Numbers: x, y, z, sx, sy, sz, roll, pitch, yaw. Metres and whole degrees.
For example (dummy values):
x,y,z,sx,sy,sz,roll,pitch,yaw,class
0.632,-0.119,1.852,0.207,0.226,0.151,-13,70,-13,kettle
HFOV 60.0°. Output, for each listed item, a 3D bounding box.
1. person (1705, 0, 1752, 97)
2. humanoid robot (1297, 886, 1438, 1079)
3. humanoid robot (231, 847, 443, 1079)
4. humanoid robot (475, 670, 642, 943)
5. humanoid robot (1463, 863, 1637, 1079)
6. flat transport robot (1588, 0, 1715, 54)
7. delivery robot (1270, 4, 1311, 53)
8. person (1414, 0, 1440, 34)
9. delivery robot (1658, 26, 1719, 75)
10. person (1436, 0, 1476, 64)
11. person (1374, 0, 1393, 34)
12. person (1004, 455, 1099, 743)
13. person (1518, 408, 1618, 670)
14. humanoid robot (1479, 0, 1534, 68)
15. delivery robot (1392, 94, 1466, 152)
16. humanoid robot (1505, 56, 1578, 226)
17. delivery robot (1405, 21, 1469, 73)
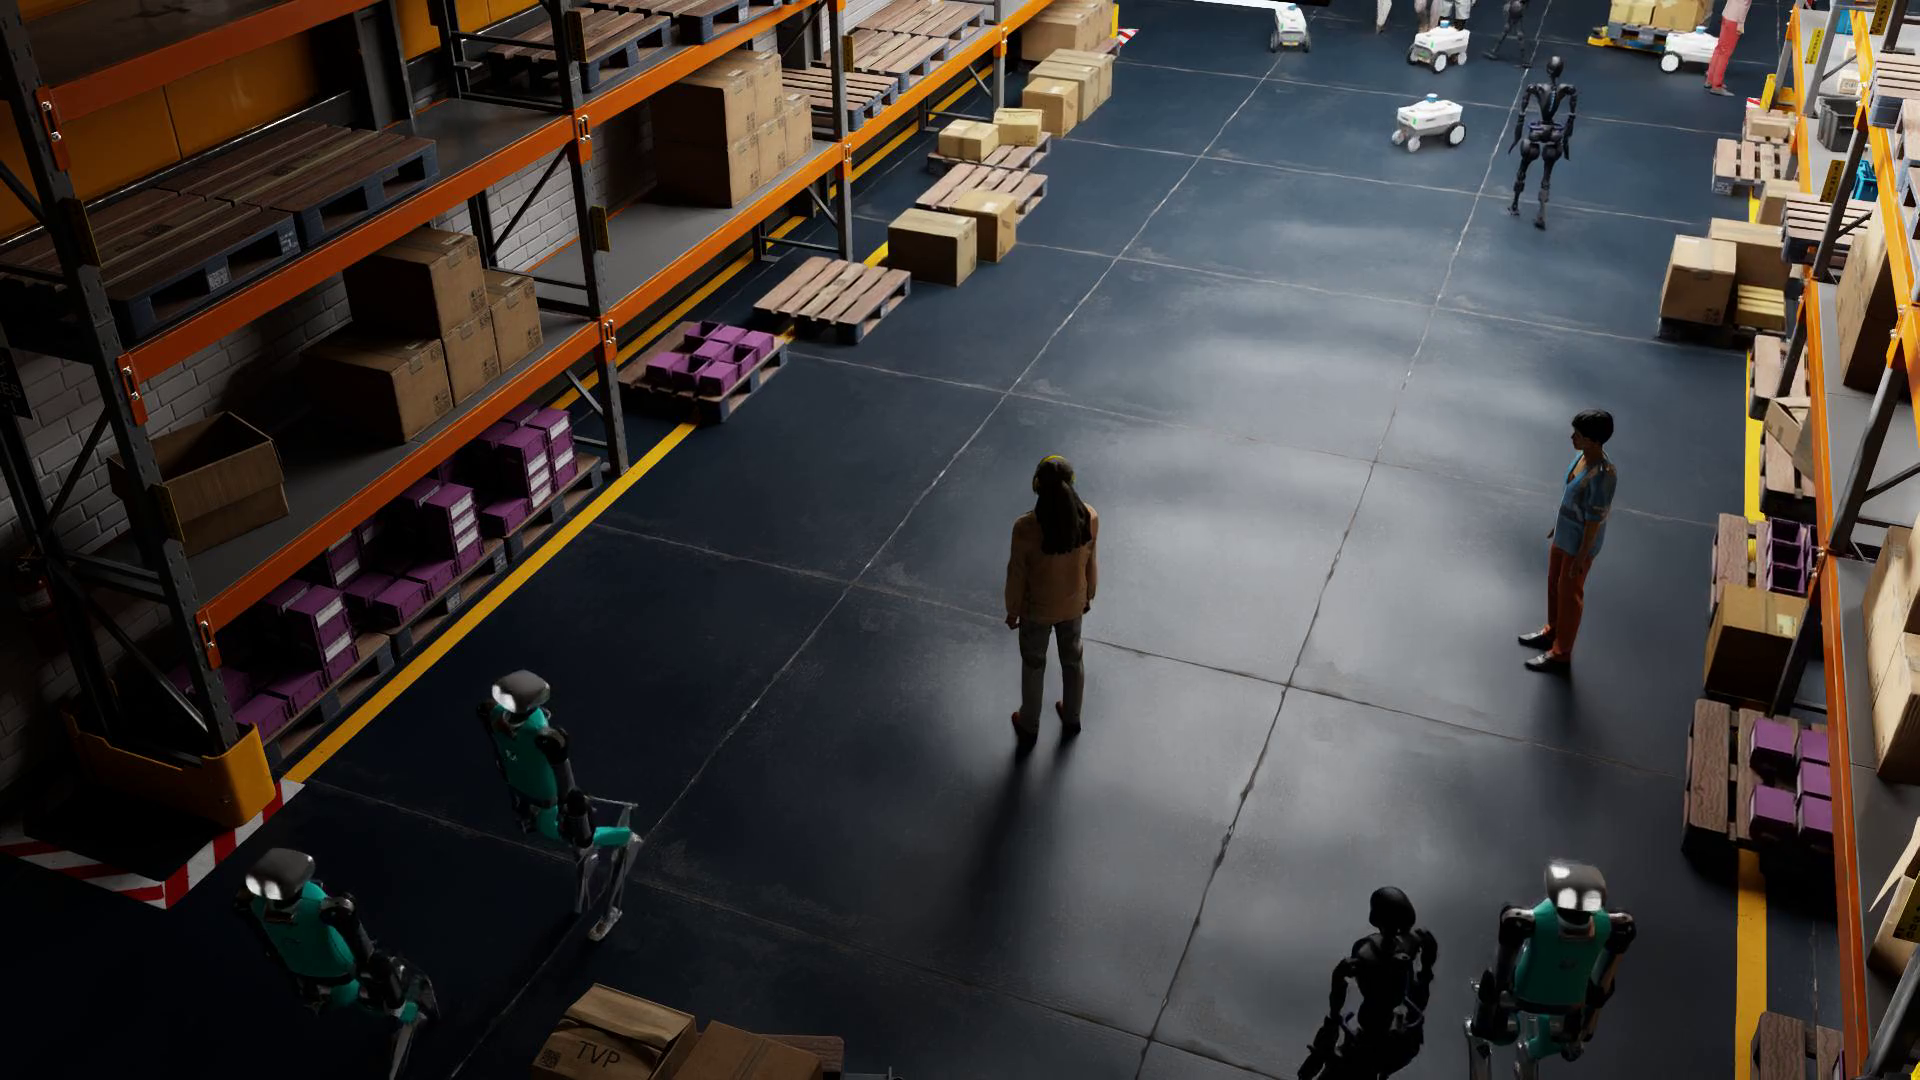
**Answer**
x,y,z,sx,sy,sz,roll,pitch,yaw,class
9.246,-6.208,19.820,0.306,1.768,0.523,4,33,6,person
1.735,2.104,7.030,0.614,1.648,0.316,-16,36,-23,humanoid robot
-2.629,1.824,7.445,0.566,1.753,1.004,6,33,9,humanoid robot
-1.895,1.335,8.274,0.530,1.880,0.750,20,38,28,humanoid robot
2.430,1.992,7.197,0.540,1.846,0.662,1,33,1,humanoid robot
9.009,-6.508,21.664,1.431,0.231,0.659,20,38,28,flat transport robot
4.297,-6.665,21.655,0.499,0.608,0.799,2,33,3,delivery robot
6.082,-7.184,21.332,0.511,1.753,0.461,15,36,22,person
9.174,-6.119,20.785,0.768,0.581,0.499,16,36,23,delivery robot
6.243,-6.851,20.881,0.533,1.692,0.320,23,40,31,person
5.785,-7.716,22.056,0.546,1.866,0.803,18,37,25,person
0.533,0.362,9.562,0.559,1.870,0.390,-12,35,-18,person
3.762,-0.006,10.231,0.341,1.758,0.507,1,33,1,person
6.956,-6.766,20.792,0.742,1.626,0.583,18,37,26,humanoid robot
5.224,-4.675,18.550,0.756,0.580,0.499,-15,36,-22,delivery robot
5.749,-3.950,16.427,0.592,1.641,0.557,3,33,4,humanoid robot
6.046,-6.224,20.979,0.802,0.614,0.499,-20,38,-27,delivery robot
